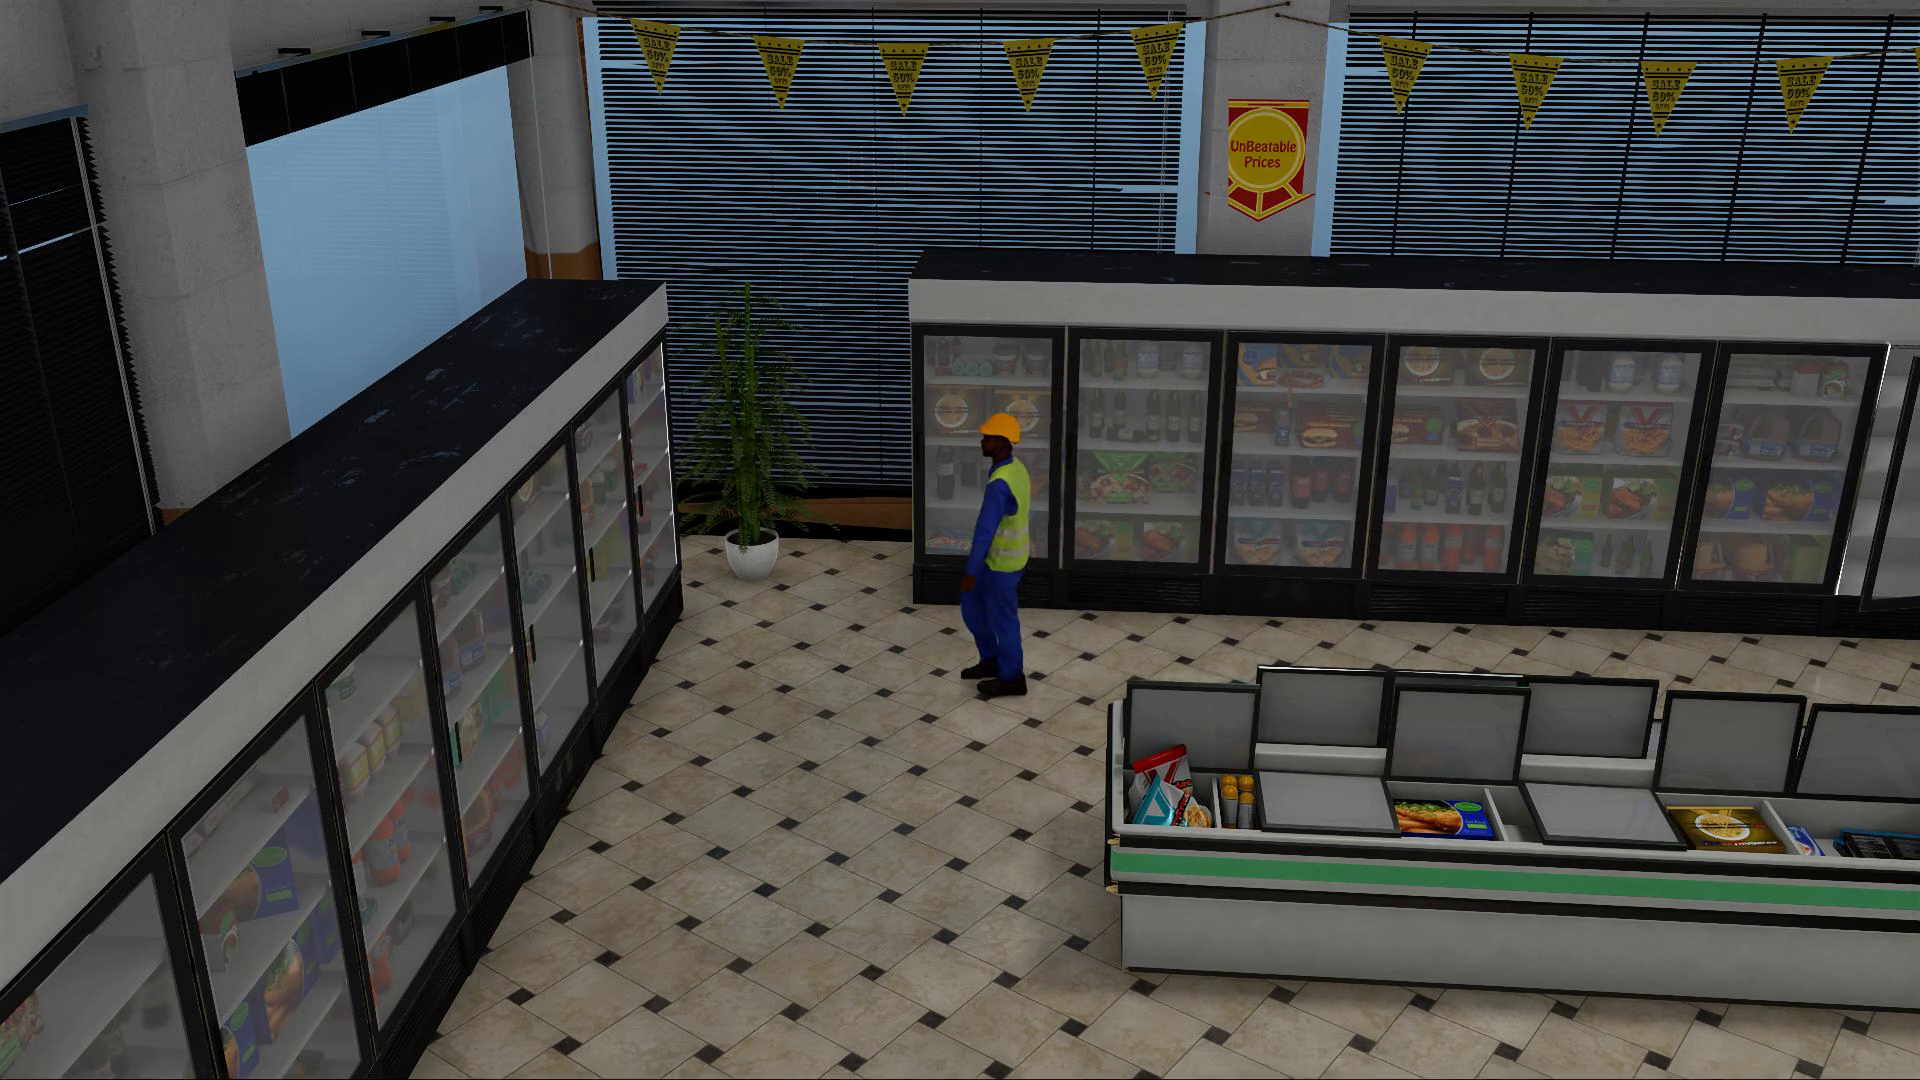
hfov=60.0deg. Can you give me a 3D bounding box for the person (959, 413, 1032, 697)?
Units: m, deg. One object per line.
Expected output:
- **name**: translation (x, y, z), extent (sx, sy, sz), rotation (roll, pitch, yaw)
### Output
- **person**: translation (0.320, 0.117, 9.971), extent (0.646, 1.804, 0.662), rotation (1, 22, 3)
